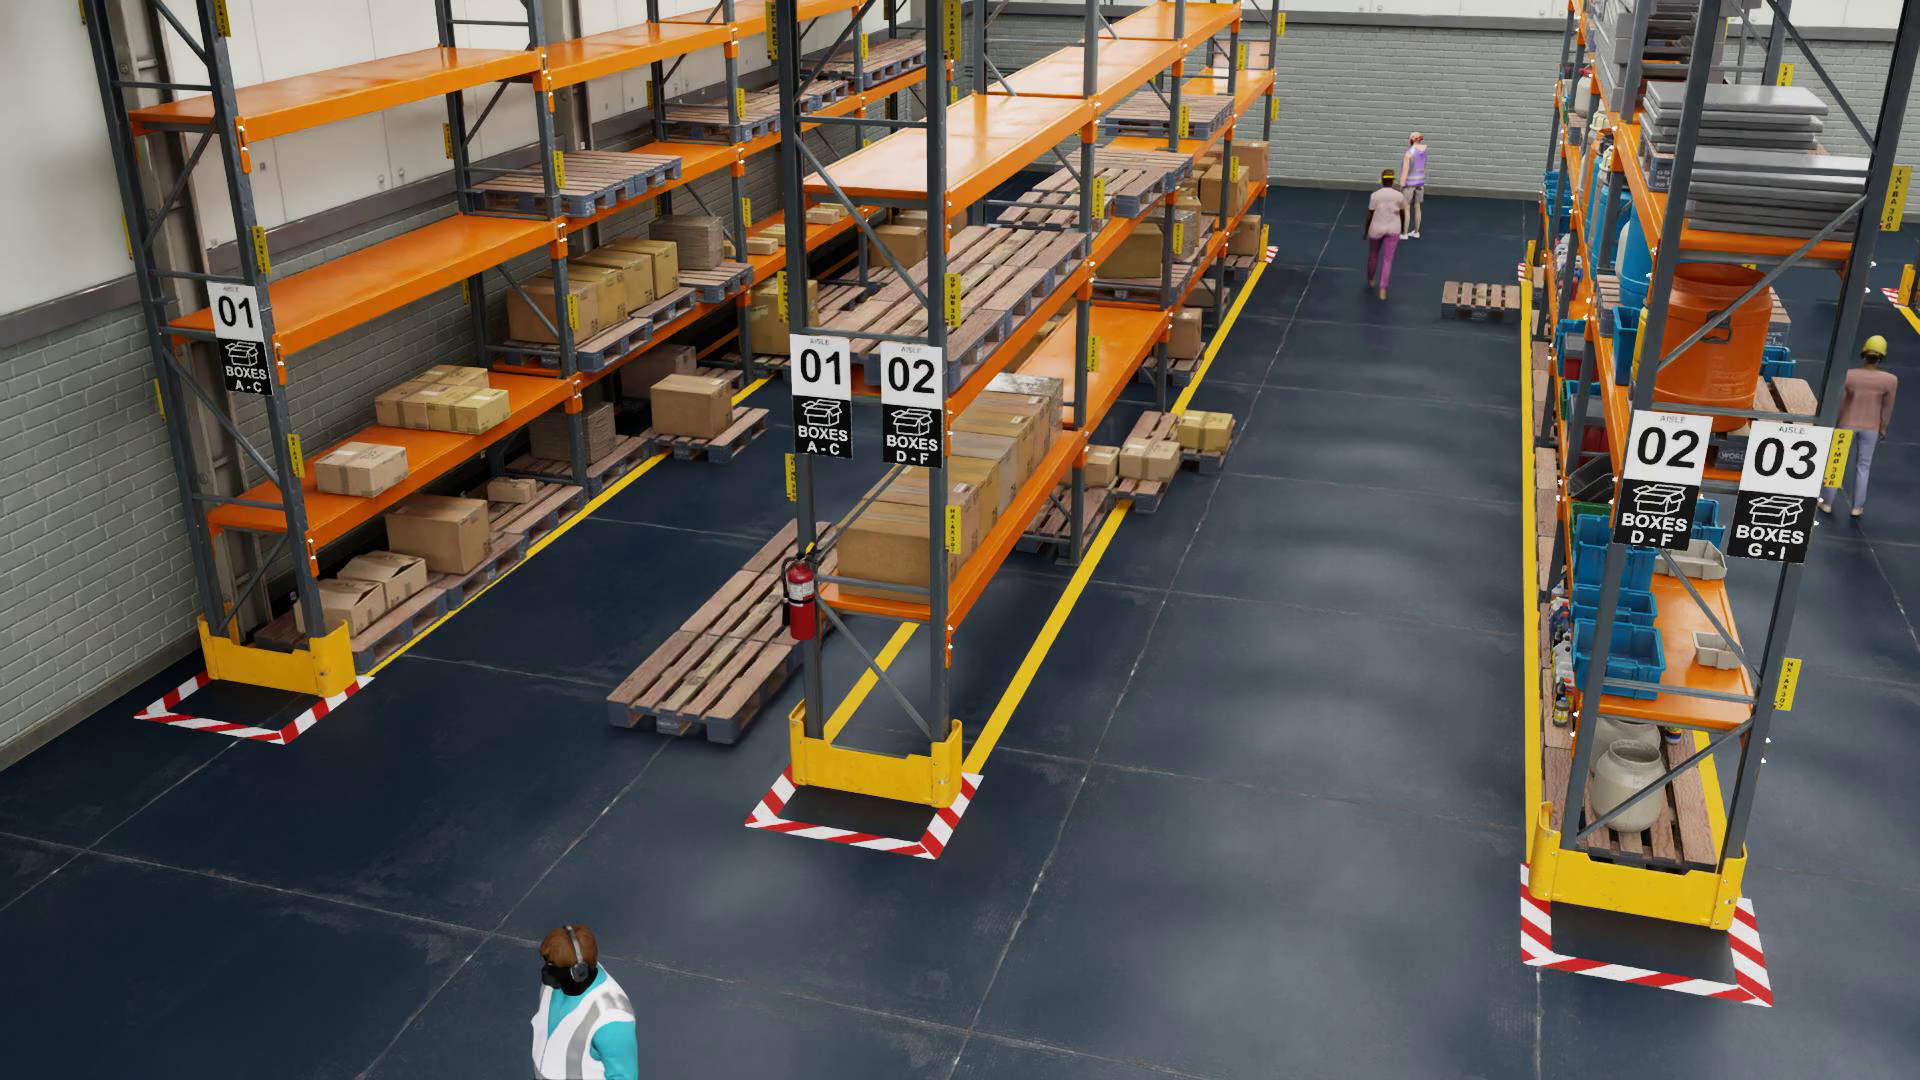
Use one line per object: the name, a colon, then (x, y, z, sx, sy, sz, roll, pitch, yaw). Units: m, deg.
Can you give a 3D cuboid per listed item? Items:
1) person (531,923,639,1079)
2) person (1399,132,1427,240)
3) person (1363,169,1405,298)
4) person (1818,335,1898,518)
person: (-1.655, 2.490, 7.413, 0.431, 1.844, 0.623, -18, 29, -35)
person: (7.182, -5.622, 26.422, 0.489, 1.688, 0.352, -14, 27, -29)
person: (5.956, -4.329, 23.346, 0.531, 1.740, 0.998, 7, 24, 16)
person: (8.522, -1.081, 15.789, 0.531, 1.766, 0.323, 9, 25, 20)
